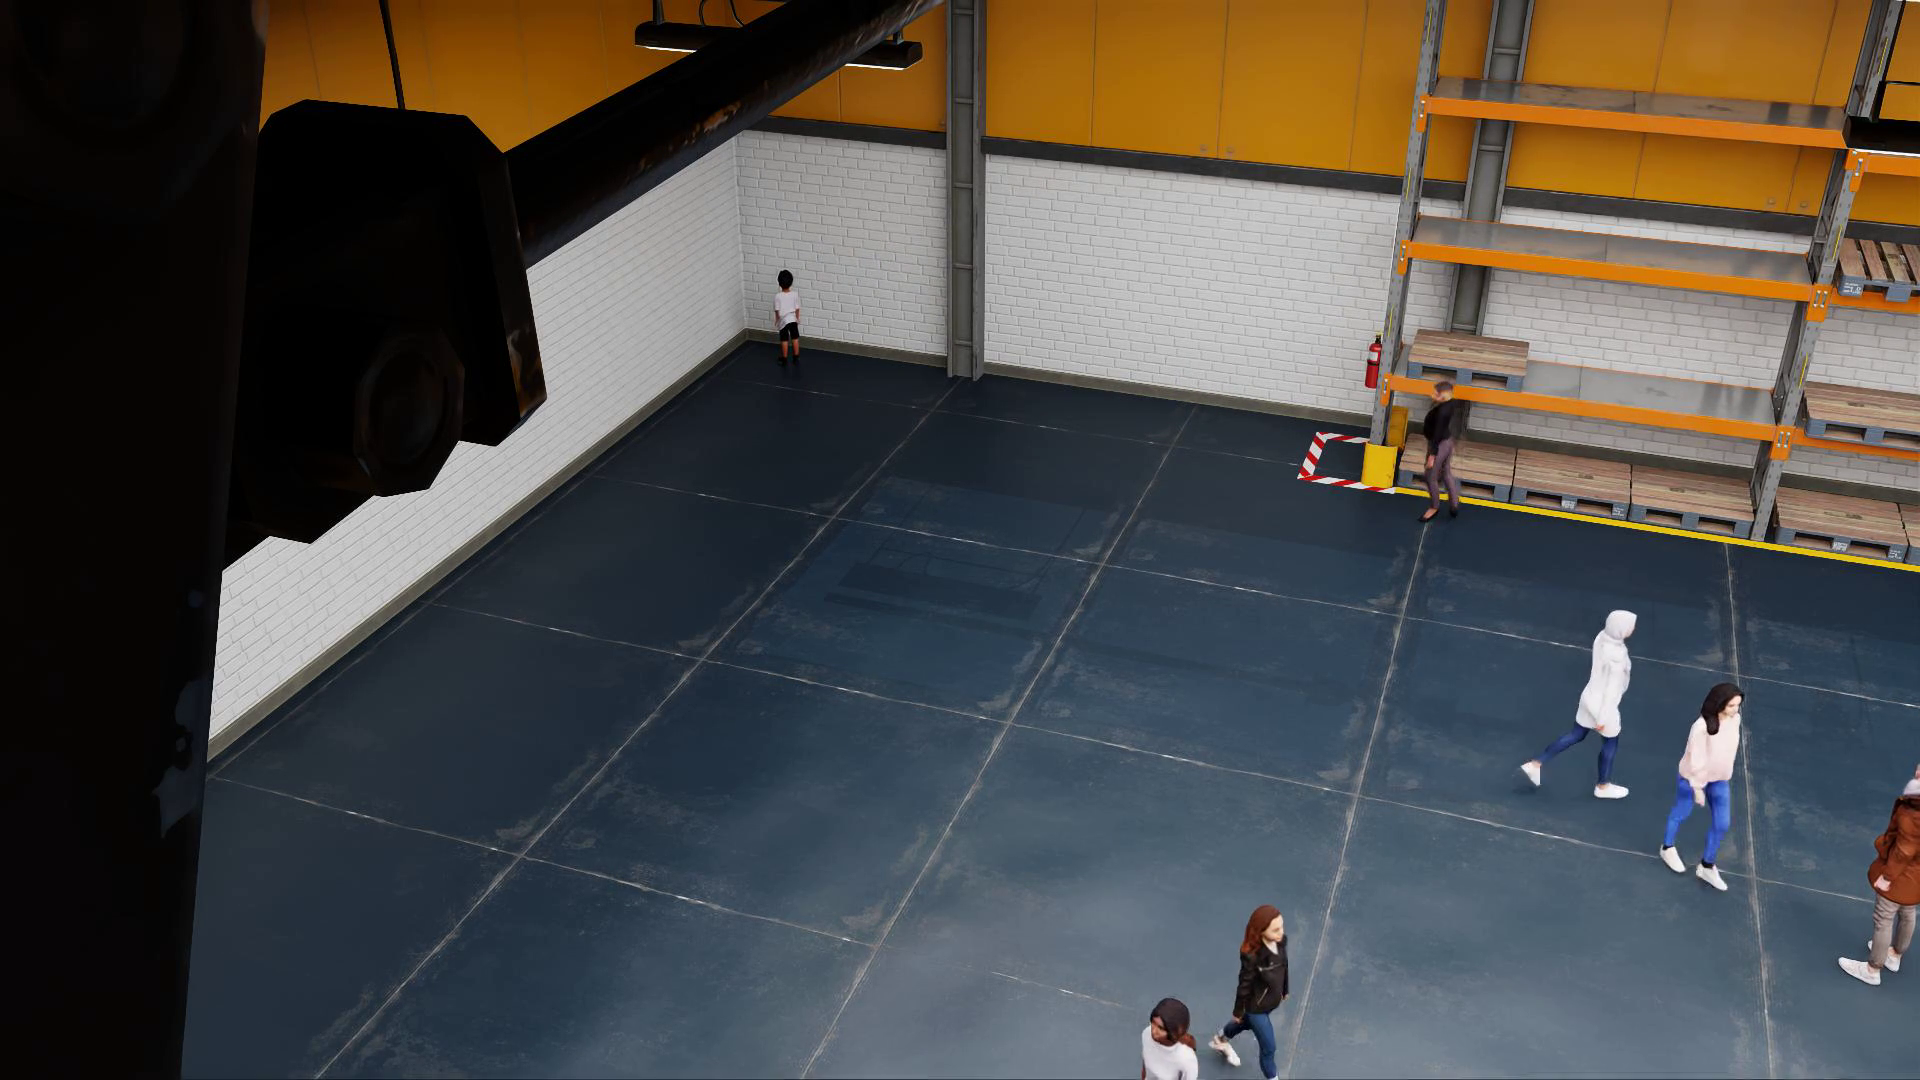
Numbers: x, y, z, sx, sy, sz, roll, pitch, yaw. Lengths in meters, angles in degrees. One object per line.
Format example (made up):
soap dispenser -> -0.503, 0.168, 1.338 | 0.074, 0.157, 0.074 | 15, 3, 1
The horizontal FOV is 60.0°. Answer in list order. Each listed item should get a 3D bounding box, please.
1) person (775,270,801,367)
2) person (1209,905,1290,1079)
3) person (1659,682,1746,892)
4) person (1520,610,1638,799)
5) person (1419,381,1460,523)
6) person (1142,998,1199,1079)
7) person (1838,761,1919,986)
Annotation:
person -> -2.211, -2.854, 21.342 | 0.580, 1.262, 0.643 | -11, 31, -19
person -> 1.865, 2.891, 10.613 | 1.034, 1.450, 0.808 | 24, 37, 37
person -> 5.477, 1.738, 12.418 | 0.895, 1.747, 0.938 | -10, 30, -17
person -> 4.984, 1.310, 13.200 | 1.187, 1.749, 0.905 | -1, 29, -2
person -> 5.057, -0.922, 17.409 | 0.708, 1.636, 0.682 | 20, 34, 32
person -> 1.256, 3.311, 9.605 | 0.992, 1.678, 1.132 | -24, 36, -36
person -> 6.491, 2.255, 11.374 | 0.843, 1.838, 0.899 | -14, 32, -24
